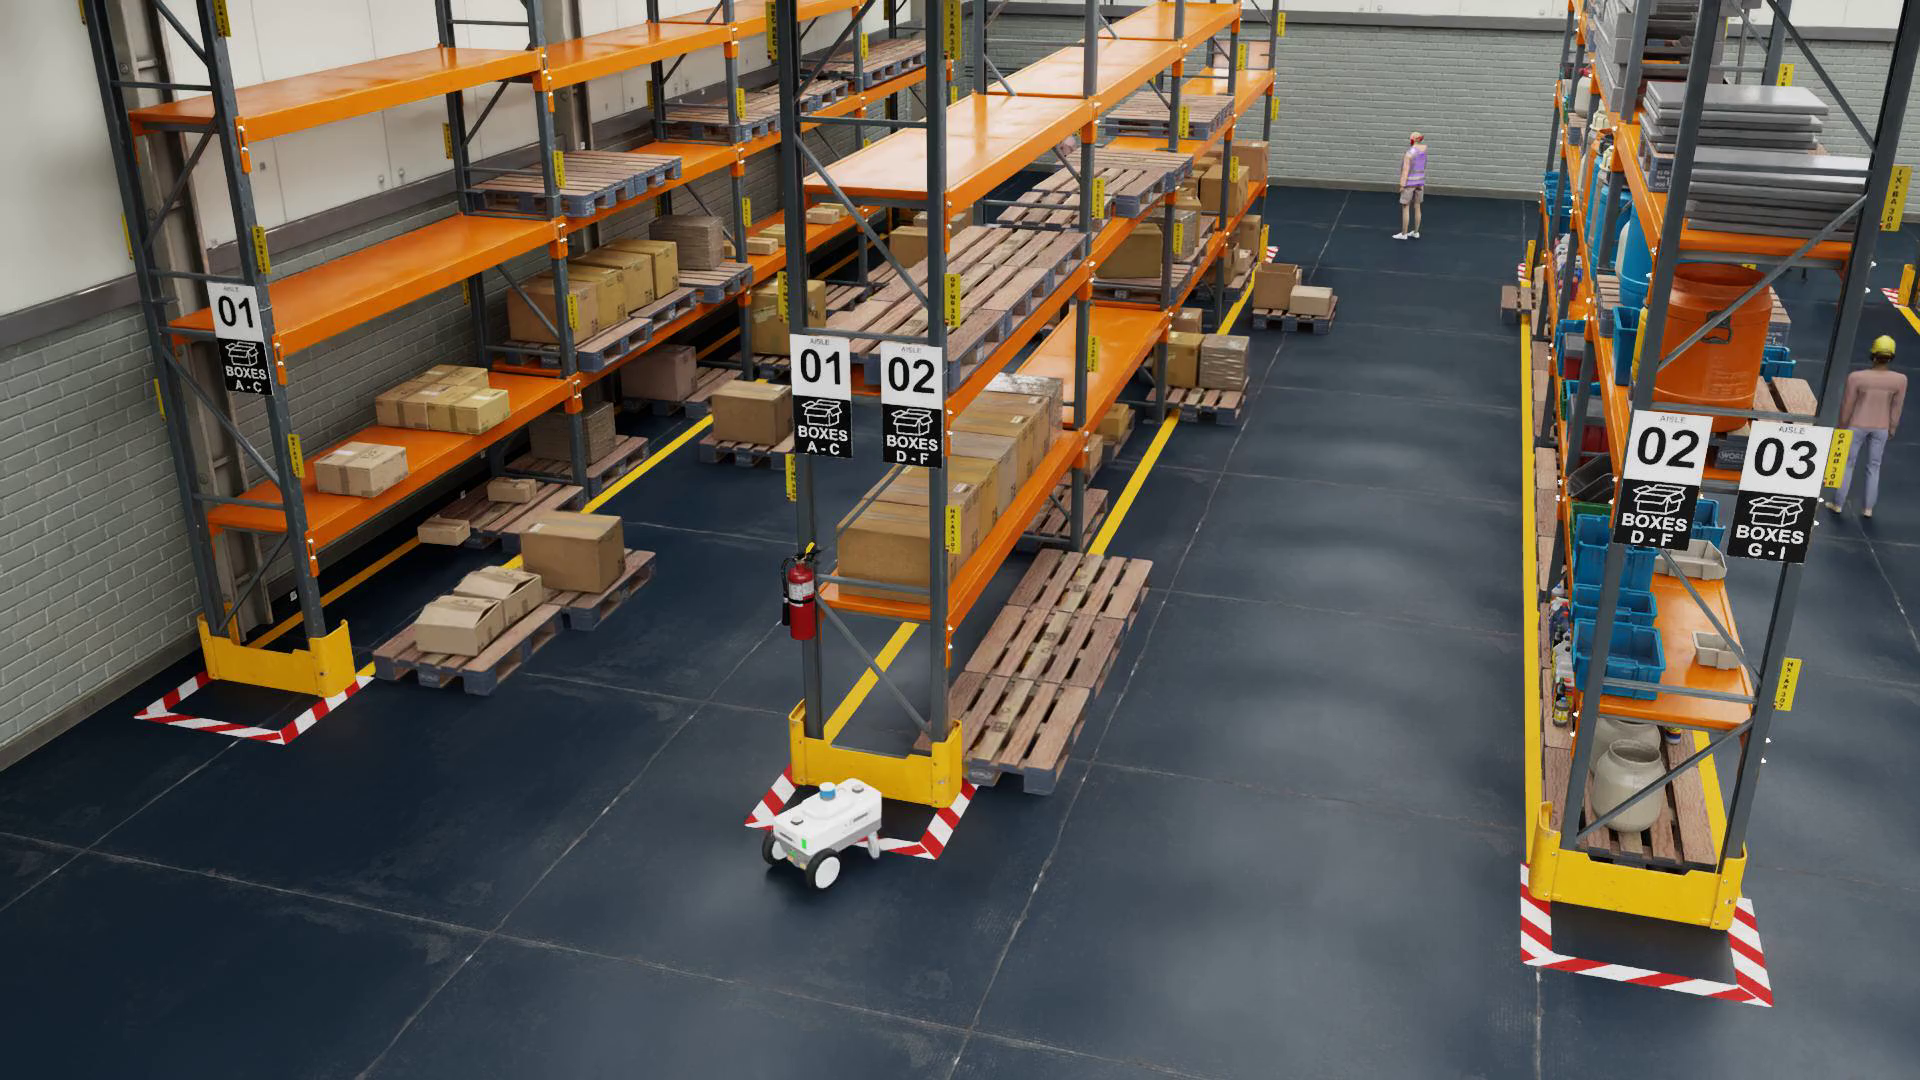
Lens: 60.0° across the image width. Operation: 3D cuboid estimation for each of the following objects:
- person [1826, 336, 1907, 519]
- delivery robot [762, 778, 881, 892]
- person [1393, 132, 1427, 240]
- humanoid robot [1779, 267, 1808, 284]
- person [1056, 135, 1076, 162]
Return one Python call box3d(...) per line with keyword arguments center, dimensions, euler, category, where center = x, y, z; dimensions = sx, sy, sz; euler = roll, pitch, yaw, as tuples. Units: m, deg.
box3d(center=(8.597, -1.061, 15.764), dimensions=(0.532, 1.775, 0.378), euler=(5, 24, 12), category="person")
box3d(center=(-0.841, 1.823, 10.564), dimensions=(0.517, 0.578, 0.746), euler=(21, 31, 40), category="delivery robot")
box3d(center=(7.178, -5.618, 26.410), dimensions=(0.489, 1.688, 0.351), euler=(-14, 27, -29), category="person")
box3d(center=(12.183, -4.563, 23.989), dimensions=(0.421, 1.640, 0.600), euler=(-18, 29, -36), category="humanoid robot")
box3d(center=(1.715, -5.910, 26.943), dimensions=(0.329, 1.800, 0.539), euler=(5, 24, 12), category="person")
